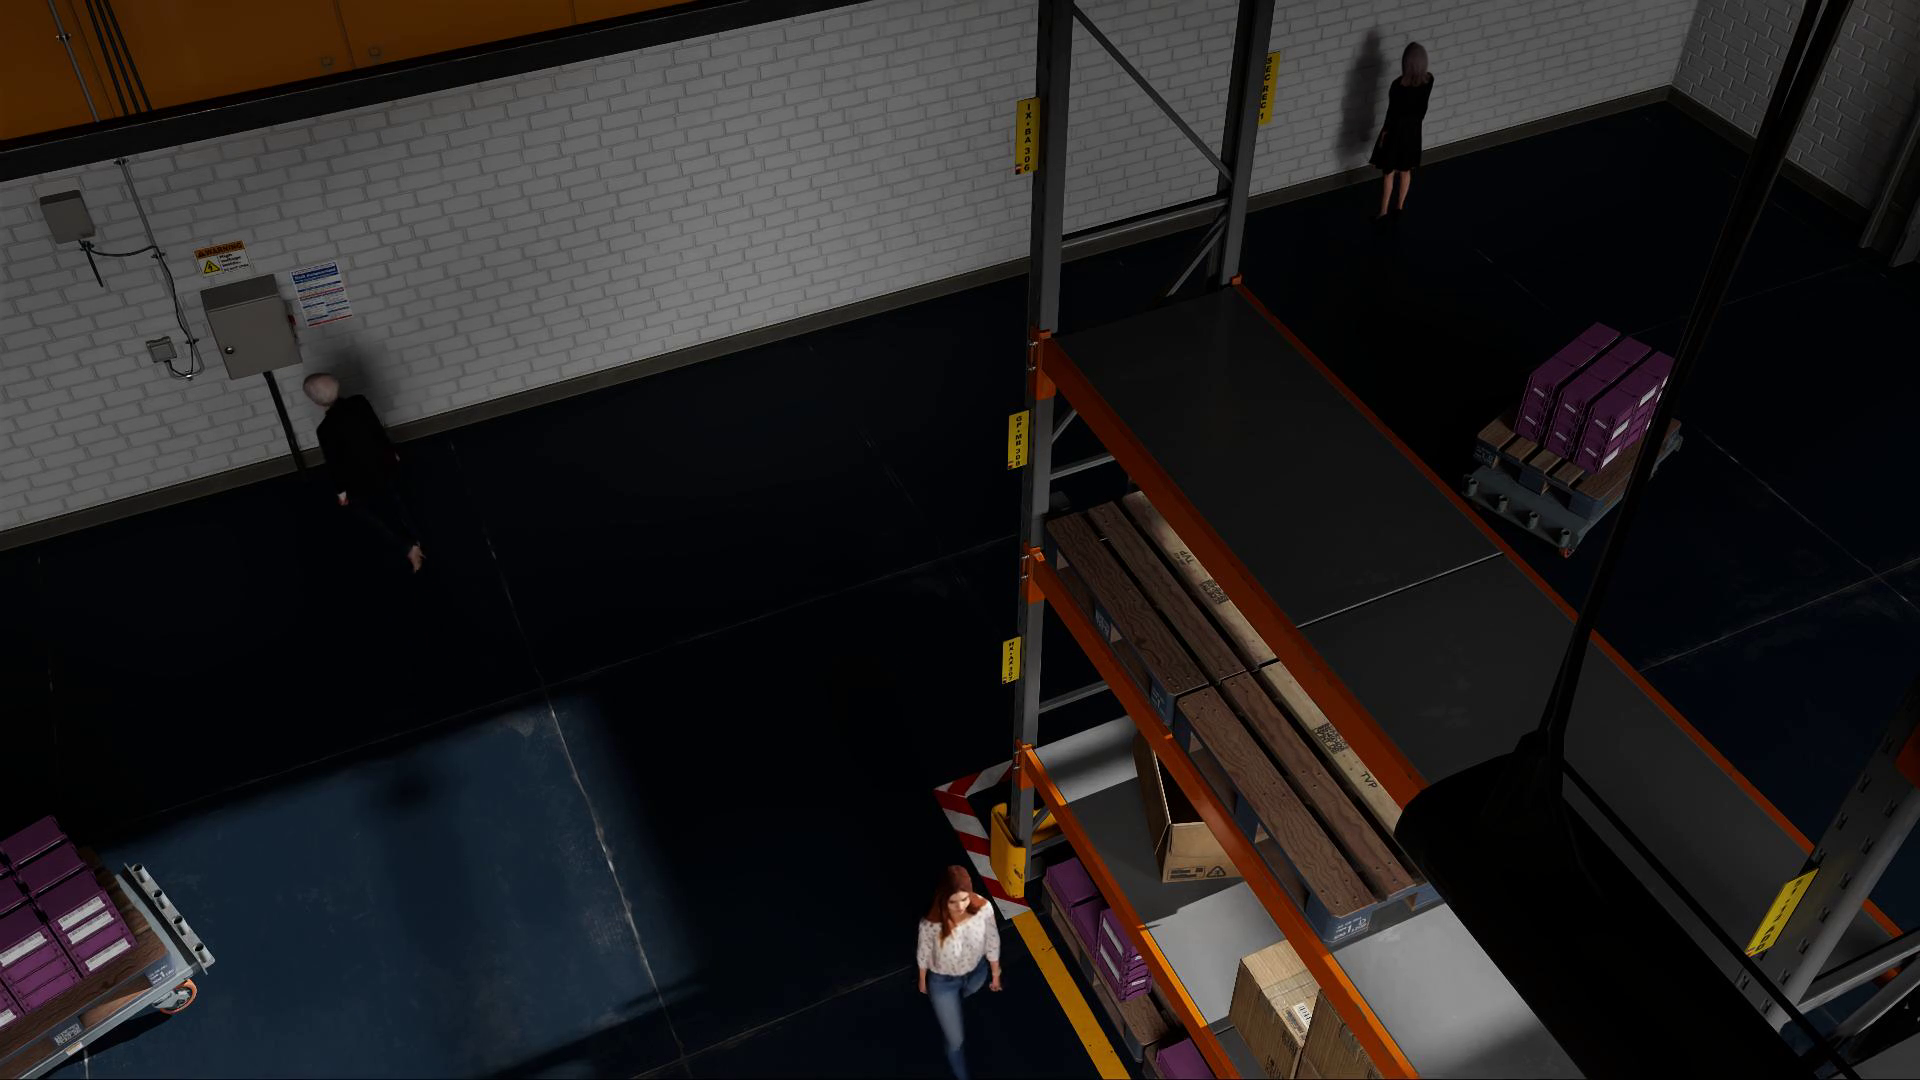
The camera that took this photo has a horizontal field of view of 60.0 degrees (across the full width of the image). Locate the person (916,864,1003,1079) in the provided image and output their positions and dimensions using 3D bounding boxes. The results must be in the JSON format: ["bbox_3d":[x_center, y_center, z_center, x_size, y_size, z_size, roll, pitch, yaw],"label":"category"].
[{"bbox_3d":[-0.040,2.188,8.678,0.648,1.695,1.116,-14,45,-14],"label":"person"}]

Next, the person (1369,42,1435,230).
[{"bbox_3d":[3.891,-3.571,14.686,0.609,1.747,0.575,-15,46,-15],"label":"person"}]

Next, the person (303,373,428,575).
[{"bbox_3d":[-4.008,-0.441,11.474,0.970,1.773,0.999,26,49,24],"label":"person"}]
